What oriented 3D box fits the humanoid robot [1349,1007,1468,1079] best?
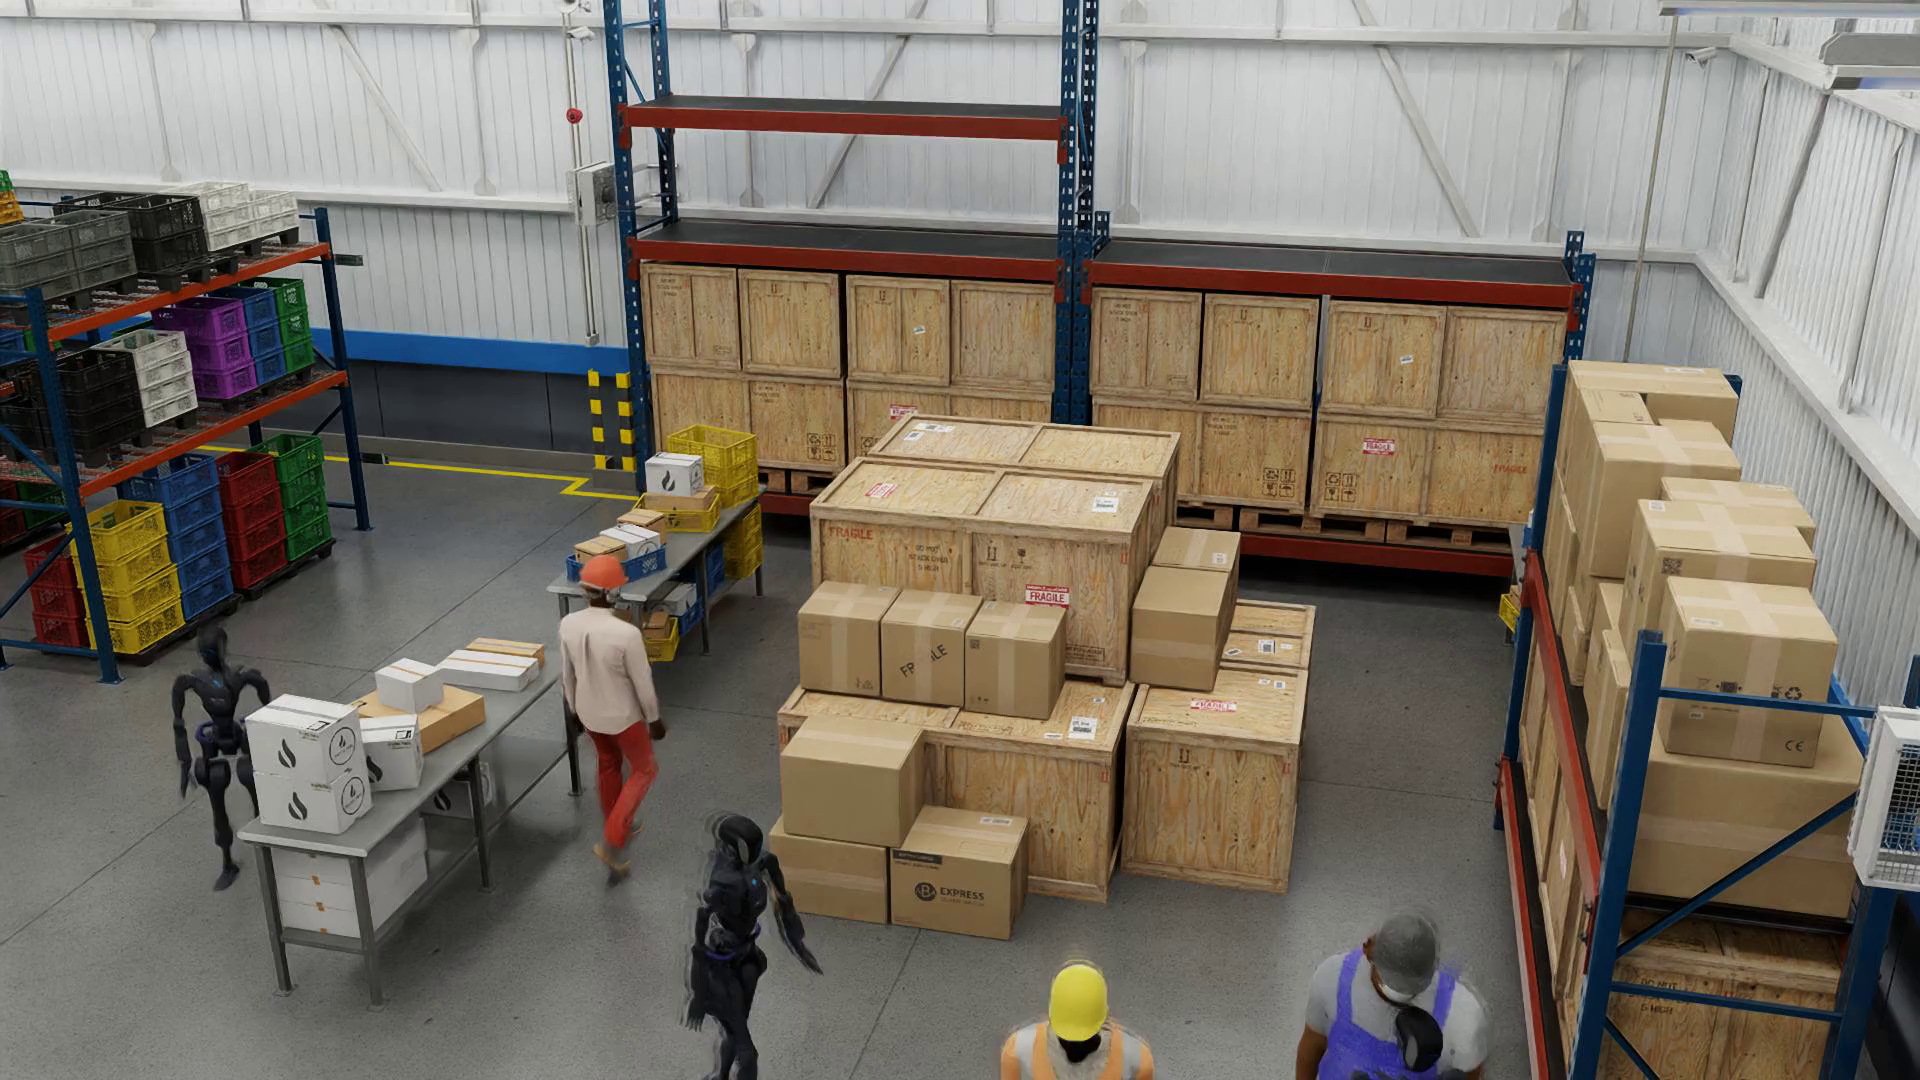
[{"bbox_3d":[1.698,2.520,6.570,0.545,1.635,0.755,-1,21,-4],"label":"humanoid robot"}]

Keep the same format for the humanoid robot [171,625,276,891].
[{"bbox_3d":[-4.274,1.275,9.741,0.589,1.667,0.341,-6,22,-16],"label":"humanoid robot"}]

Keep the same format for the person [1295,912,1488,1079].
[{"bbox_3d":[1.630,2.283,6.593,0.686,2.000,0.907,17,27,38],"label":"person"}]

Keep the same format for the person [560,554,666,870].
[{"bbox_3d":[-2.098,1.037,9.940,0.634,1.973,0.635,12,24,29],"label":"person"}]

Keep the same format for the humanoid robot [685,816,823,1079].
[{"bbox_3d":[-1.011,2.014,7.826,0.631,1.637,0.595,10,23,25],"label":"humanoid robot"}]

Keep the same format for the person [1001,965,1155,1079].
[{"bbox_3d":[0.439,2.417,6.439,0.595,1.892,0.842,4,21,10],"label":"person"}]
